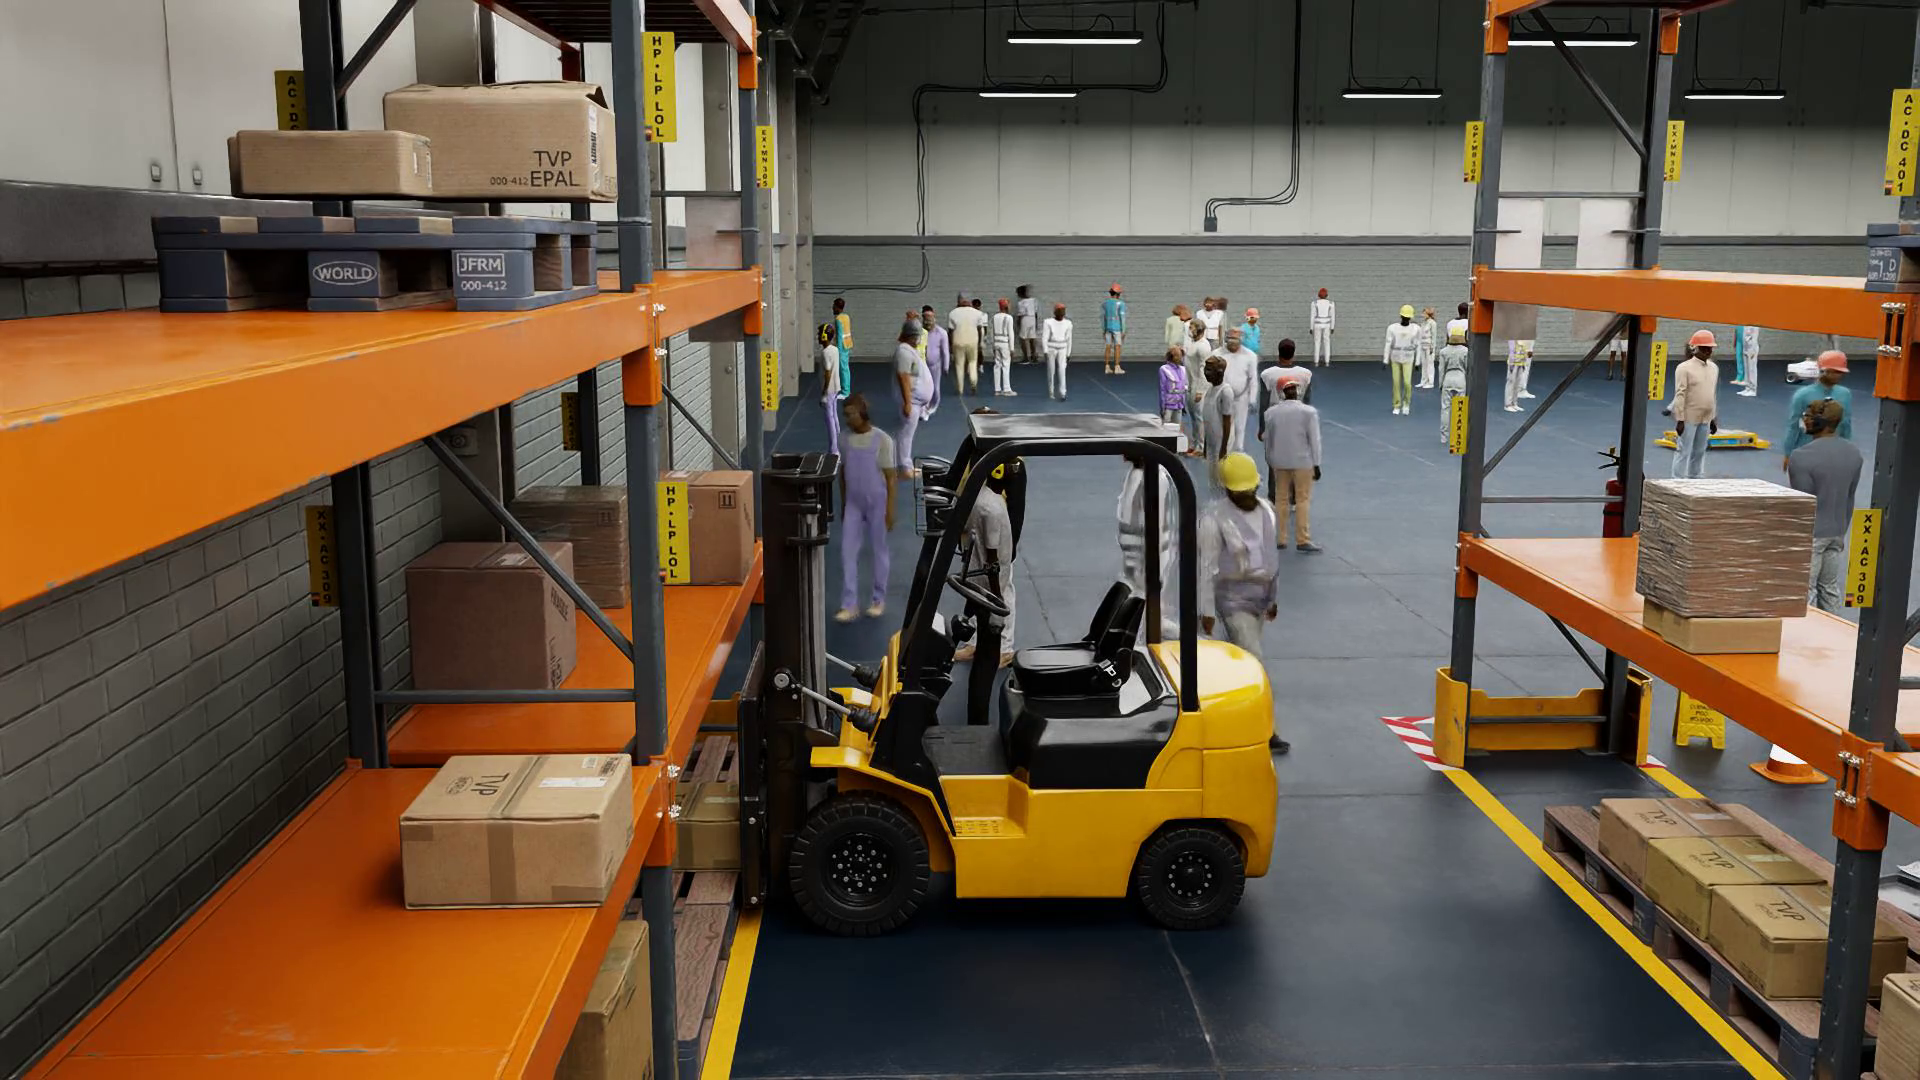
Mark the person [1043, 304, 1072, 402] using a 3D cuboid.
[{"bbox_3d":[1.834,-3.534,31.380,0.583,1.831,1.028,-1,10,-6],"label":"person"}]

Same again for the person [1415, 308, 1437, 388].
[{"bbox_3d":[9.574,-3.927,34.055,0.305,1.640,0.522,-2,10,-11],"label":"person"}]

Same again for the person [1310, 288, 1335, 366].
[{"bbox_3d":[8.710,-5.118,40.004,0.585,1.882,0.337,0,10,2],"label":"person"}]

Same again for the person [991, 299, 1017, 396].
[{"bbox_3d":[0.845,-3.748,32.380,0.362,1.883,0.575,-8,13,-39],"label":"person"}]

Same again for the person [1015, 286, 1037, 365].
[{"bbox_3d":[1.645,-5.246,40.628,0.370,1.925,0.703,10,14,43],"label":"person"}]

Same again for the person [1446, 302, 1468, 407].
[{"bbox_3d":[8.953,-3.306,29.879,0.406,1.906,0.607,-5,11,-26],"label":"person"}]

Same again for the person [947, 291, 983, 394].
[{"bbox_3d":[0.080,-3.884,32.699,0.703,2.000,0.538,-1,10,-6],"label":"person"}]

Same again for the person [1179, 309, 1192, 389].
[{"bbox_3d":[4.579,-3.879,33.830,0.291,1.627,0.504,1,10,7],"label":"person"}]

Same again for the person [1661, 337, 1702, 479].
[{"bbox_3d":[8.851,-1.556,20.255,0.514,1.853,0.598,6,12,32],"label":"person"}]

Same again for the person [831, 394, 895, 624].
[{"bbox_3d":[-0.773,-0.229,12.993,0.540,1.796,0.841,4,11,21],"label":"person"}]

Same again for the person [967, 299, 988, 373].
[{"bbox_3d":[0.366,-4.639,37.866,0.532,1.696,0.318,0,10,0],"label":"person"}]

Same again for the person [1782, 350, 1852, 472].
[{"bbox_3d":[8.261,-0.871,16.146,0.644,1.962,0.791,-2,10,-12],"label":"person"}]

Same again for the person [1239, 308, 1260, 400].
[{"bbox_3d":[5.486,-3.509,31.442,0.563,1.742,0.360,-9,14,-42],"label":"person"}]

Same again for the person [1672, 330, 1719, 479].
[{"bbox_3d":[8.358,-1.381,18.882,0.611,1.995,0.381,-5,11,-26],"label":"person"}]

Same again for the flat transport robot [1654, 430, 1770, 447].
[{"bbox_3d":[10.928,-1.470,24.181,1.431,0.197,0.652,-2,10,-11],"label":"flat transport robot"}]

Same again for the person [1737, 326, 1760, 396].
[{"bbox_3d":[15.378,-3.681,32.429,0.338,1.732,0.492,1,10,5],"label":"person"}]

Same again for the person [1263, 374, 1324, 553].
[{"bbox_3d":[3.276,-0.742,16.136,0.705,1.719,0.320,8,13,38],"label":"person"}]

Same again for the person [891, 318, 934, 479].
[{"bbox_3d":[-0.600,-1.803,21.103,0.535,2.000,0.693,0,10,2],"label":"person"}]

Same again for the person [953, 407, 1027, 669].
[{"bbox_3d":[0.182,-0.016,11.703,0.429,1.841,0.633,-8,13,-37],"label":"person"}]

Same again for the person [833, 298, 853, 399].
[{"bbox_3d":[-2.247,-3.635,31.670,0.395,1.913,0.587,2,10,10],"label":"person"}]

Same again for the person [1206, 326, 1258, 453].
[{"bbox_3d":[3.539,-1.827,21.645,0.677,1.901,0.411,2,10,8],"label":"person"}]

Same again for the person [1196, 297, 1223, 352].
[{"bbox_3d":[5.227,-4.195,34.980,0.570,1.840,0.372,2,10,12],"label":"person"}]

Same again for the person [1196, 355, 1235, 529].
[{"bbox_3d":[2.647,-0.983,17.125,0.343,1.838,0.501,-3,11,-17],"label":"person"}]

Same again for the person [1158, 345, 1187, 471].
[{"bbox_3d":[2.783,-1.731,21.819,0.514,1.640,0.303,-10,14,-43],"label":"person"}]

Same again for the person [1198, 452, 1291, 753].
[{"bbox_3d":[1.626,0.334,9.931,0.604,1.787,0.838,-8,13,-39],"label":"person"}]

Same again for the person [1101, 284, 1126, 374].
[{"bbox_3d":[3.496,-4.765,37.608,0.615,2.038,0.395,8,13,39],"label":"person"}]

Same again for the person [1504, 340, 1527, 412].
[{"bbox_3d":[9.829,-3.085,29.372,0.315,1.636,0.515,9,14,43],"label":"person"}]

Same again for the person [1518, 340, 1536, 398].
[{"bbox_3d":[10.917,-3.695,32.022,0.427,1.914,0.615,1,10,5],"label":"person"}]

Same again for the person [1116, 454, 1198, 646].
[{"bbox_3d":[1.272,0.129,10.868,0.766,1.861,0.582,-2,10,-10],"label":"person"}]

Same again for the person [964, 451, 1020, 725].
[{"bbox_3d":[0.190,0.328,9.755,0.327,1.861,0.499,-1,10,-7],"label":"person"}]

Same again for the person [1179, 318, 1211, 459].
[{"bbox_3d":[3.275,-2.098,23.035,0.372,1.940,0.631,-1,10,-6],"label":"person"}]

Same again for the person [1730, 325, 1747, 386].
[{"bbox_3d":[16.354,-4.141,34.715,0.355,1.835,0.522,-3,11,-16],"label":"person"}]

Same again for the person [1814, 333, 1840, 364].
[{"bbox_3d":[21.099,-5.247,40.293,0.538,2.000,0.684,-5,12,-28],"label":"person"}]

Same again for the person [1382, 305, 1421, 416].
[{"bbox_3d":[7.621,-3.095,28.708,0.615,1.898,0.648,3,11,19],"label":"person"}]

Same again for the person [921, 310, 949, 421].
[{"bbox_3d":[-0.500,-2.961,28.102,0.654,1.862,0.813,1,10,3],"label":"person"}]

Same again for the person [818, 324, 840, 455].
[{"bbox_3d":[-1.808,-2.013,22.748,0.328,1.874,0.517,2,10,11],"label":"person"}]

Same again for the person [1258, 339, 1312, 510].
[{"bbox_3d":[3.616,-1.277,18.514,0.596,1.918,0.385,-1,10,-5],"label":"person"}]

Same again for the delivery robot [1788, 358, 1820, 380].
[{"bbox_3d":[17.726,-3.562,34.781,0.707,0.478,0.477,10,14,43],"label":"delivery robot"}]

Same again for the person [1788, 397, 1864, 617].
[{"bbox_3d":[5.865,-0.015,11.425,0.632,1.940,0.368,-5,11,-26],"label":"person"}]

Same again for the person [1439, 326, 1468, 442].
[{"bbox_3d":[7.377,-2.309,24.772,0.484,1.736,0.305,6,12,29],"label":"person"}]

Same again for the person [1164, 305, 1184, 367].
[{"bbox_3d":[4.801,-4.407,36.836,0.575,1.604,0.506,0,10,1],"label":"person"}]

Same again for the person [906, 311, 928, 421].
[{"bbox_3d":[-0.765,-2.883,27.674,0.389,1.843,0.567,10,14,43],"label":"person"}]

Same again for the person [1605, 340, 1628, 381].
[{"bbox_3d":[14.221,-4.396,35.827,0.542,1.943,0.348,5,12,28],"label":"person"}]

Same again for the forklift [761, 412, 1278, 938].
[{"bbox_3d":[0.291,0.548,7.580,2.313,2.155,1.214,0,10,-2],"label":"forklift"}]
